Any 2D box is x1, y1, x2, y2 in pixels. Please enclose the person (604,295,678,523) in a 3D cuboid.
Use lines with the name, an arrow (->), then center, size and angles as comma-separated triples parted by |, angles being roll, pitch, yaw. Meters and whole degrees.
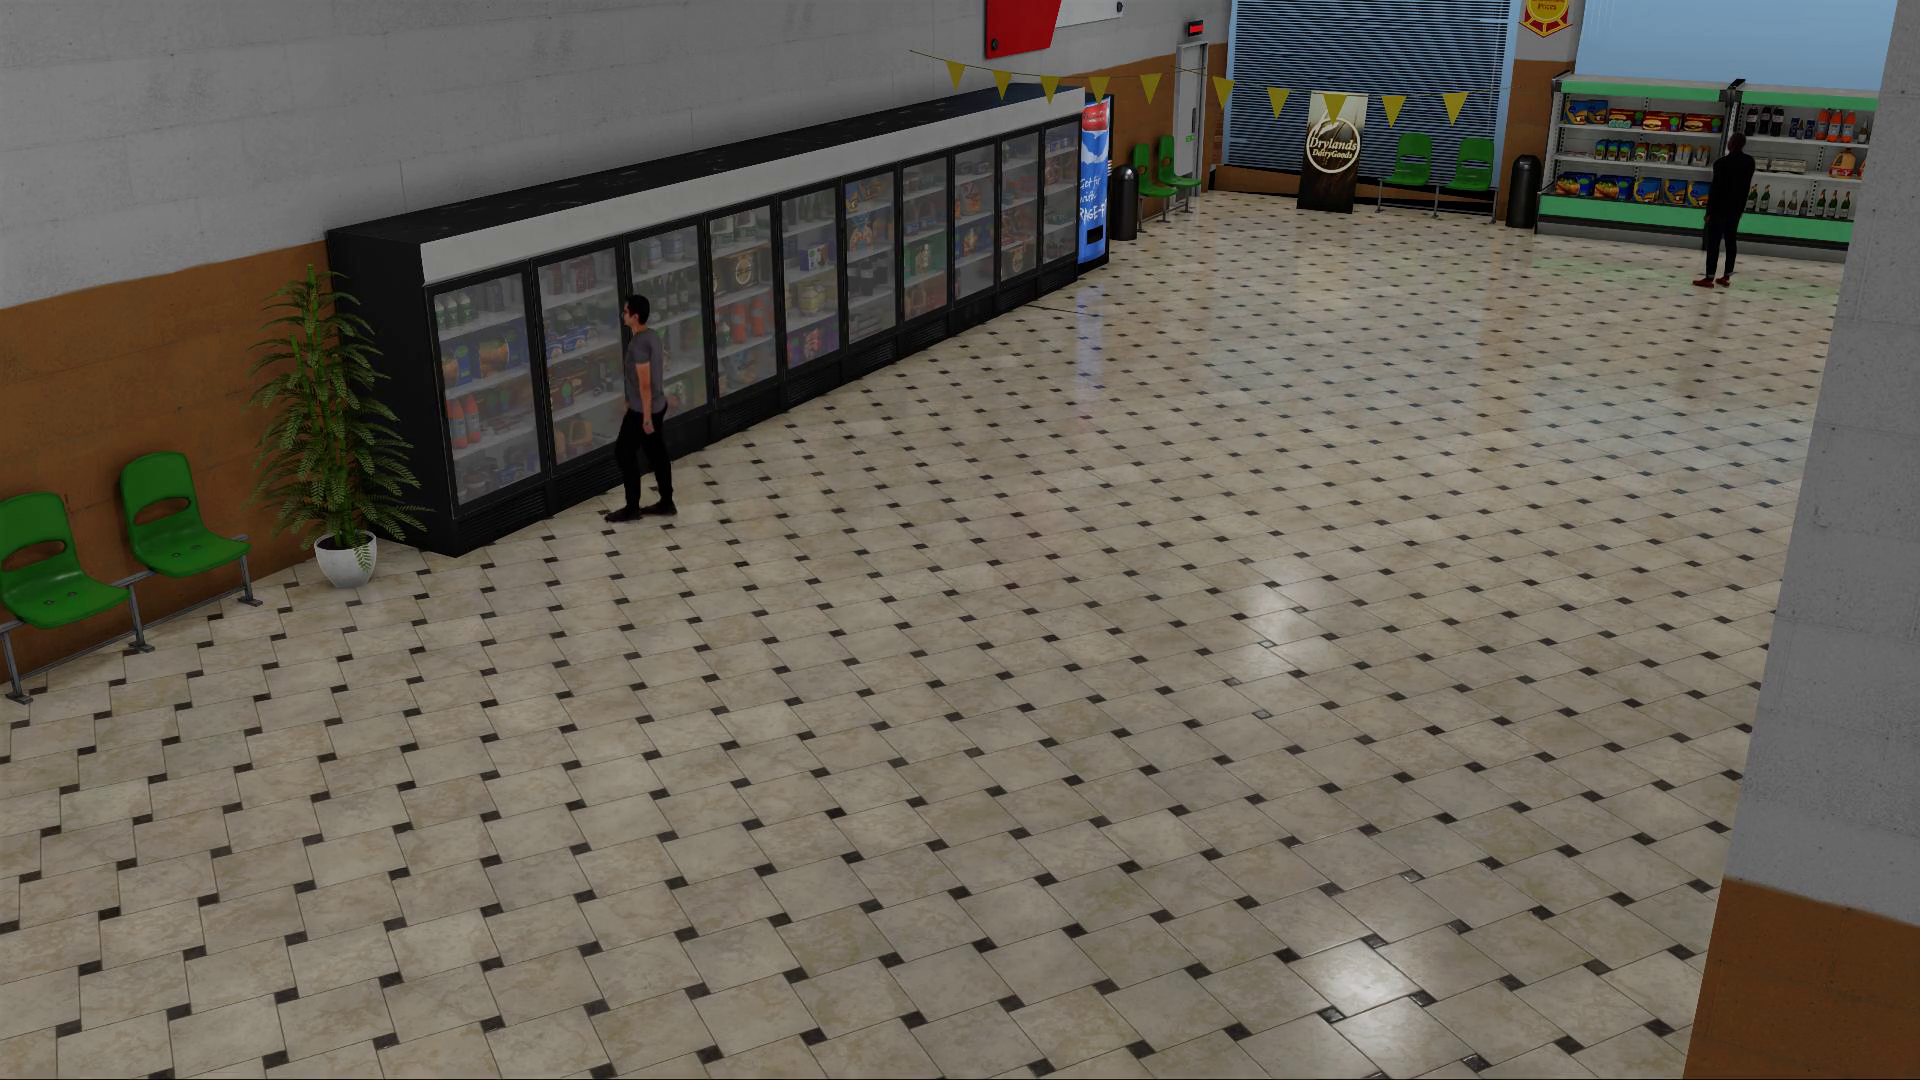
person -> -2.299, -0.989, 12.541 | 0.885, 1.741, 0.809 | 0, 22, 1

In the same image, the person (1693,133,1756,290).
person -> 9.070, -3.899, 19.680 | 0.778, 1.818, 0.837 | -6, 23, -14
